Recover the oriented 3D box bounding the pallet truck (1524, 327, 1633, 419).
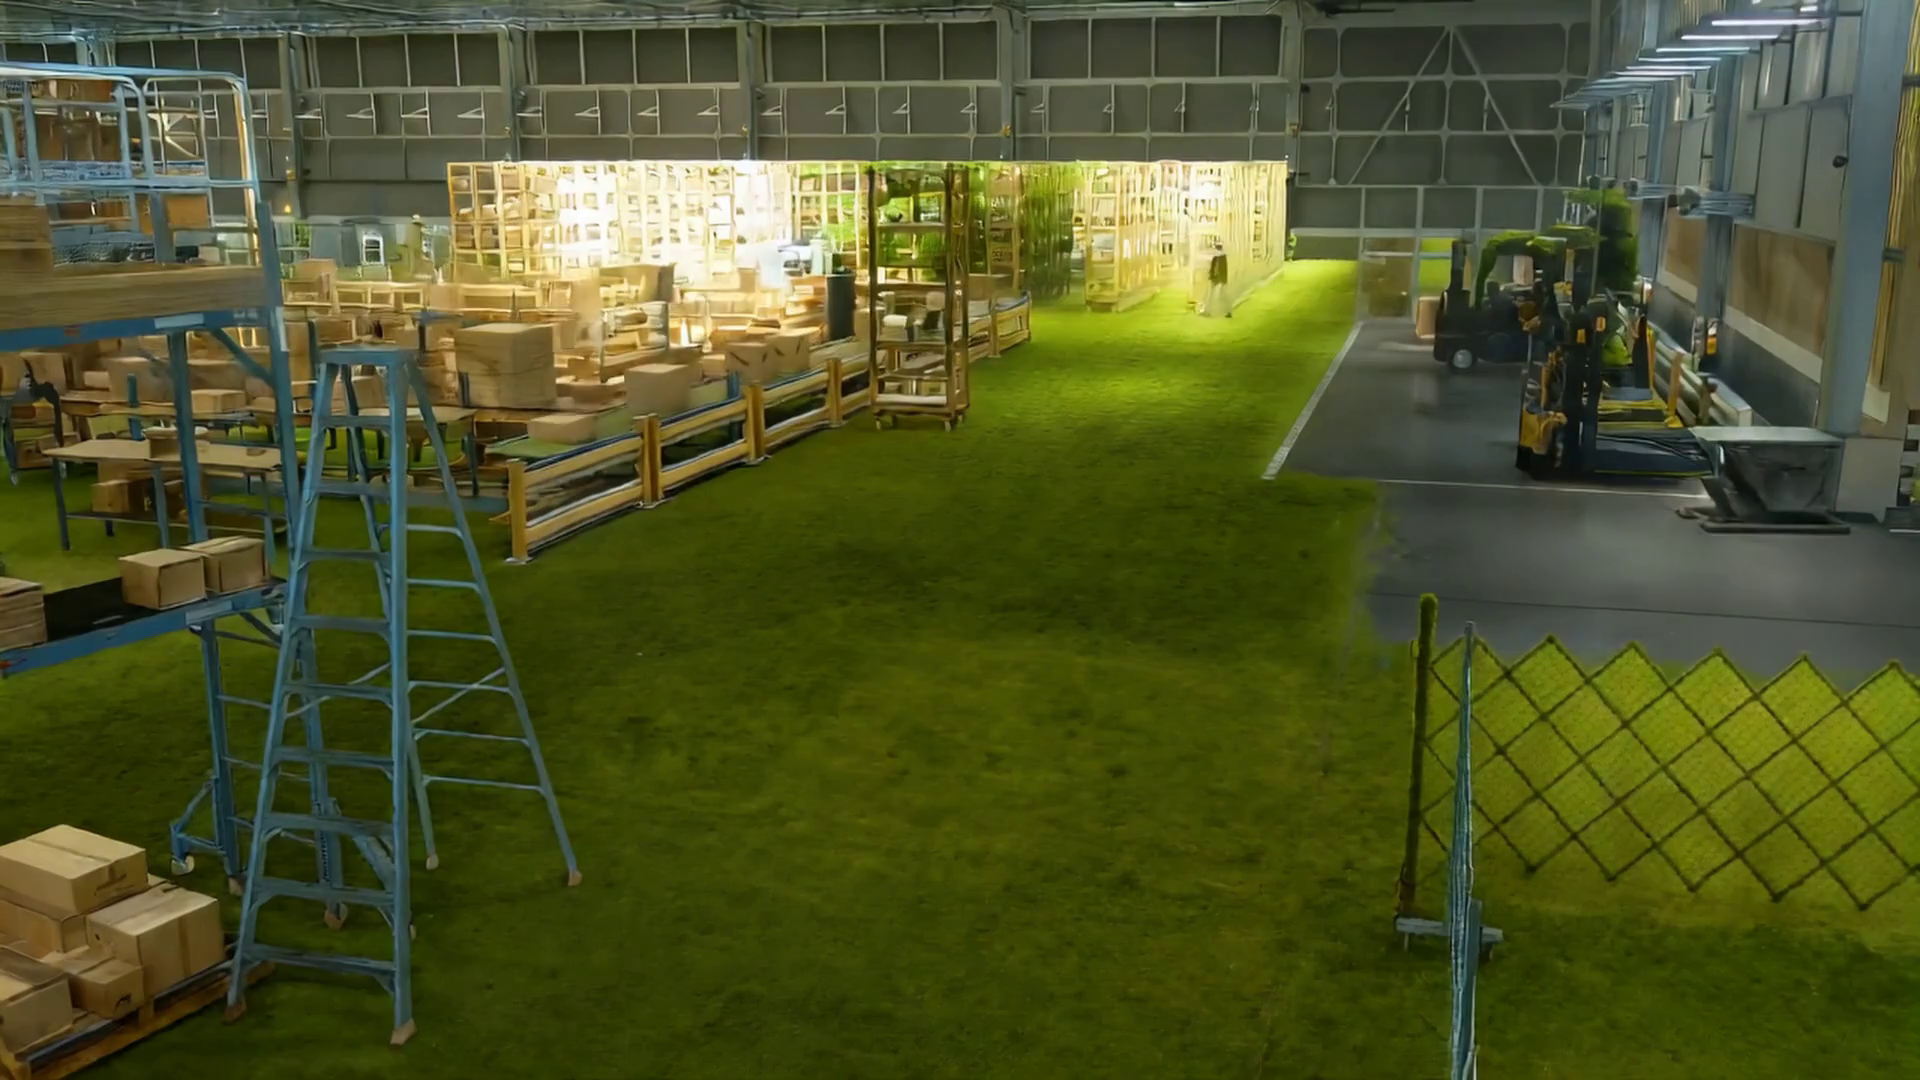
[{"bbox_3d":[9.065,-2.460,24.370,1.522,1.261,0.704,3,13,14],"label":"pallet truck"}]

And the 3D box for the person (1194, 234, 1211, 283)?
[{"bbox_3d":[6.863,-7.831,46.415,0.492,1.826,0.563,3,13,14],"label":"person"}]

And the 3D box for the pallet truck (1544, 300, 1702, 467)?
[{"bbox_3d":[8.263,-1.952,20.631,1.885,1.965,0.823,5,14,20],"label":"pallet truck"}]

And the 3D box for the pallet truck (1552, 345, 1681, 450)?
[{"bbox_3d":[8.641,-1.896,21.908,1.630,1.274,0.653,4,14,16],"label":"pallet truck"}]

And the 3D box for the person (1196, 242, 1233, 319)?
[{"bbox_3d":[6.020,-6.048,38.790,0.933,1.786,0.604,-5,14,-22],"label":"person"}]

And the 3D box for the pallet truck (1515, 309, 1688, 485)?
[{"bbox_3d":[7.554,-1.677,19.446,1.885,1.965,0.823,3,13,14],"label":"pallet truck"}]

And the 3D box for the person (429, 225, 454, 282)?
[{"bbox_3d":[-14.253,-7.722,45.780,0.667,1.890,0.564,-1,13,-5],"label":"person"}]

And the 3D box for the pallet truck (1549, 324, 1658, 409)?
[{"bbox_3d":[9.824,-2.669,25.407,1.601,1.201,0.680,4,14,16],"label":"pallet truck"}]

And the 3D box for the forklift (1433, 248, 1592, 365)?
[{"bbox_3d":[9.780,-4.111,29.280,2.680,1.987,1.157,3,13,14],"label":"forklift"}]

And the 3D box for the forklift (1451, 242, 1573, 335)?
[{"bbox_3d":[10.464,-4.597,31.405,2.680,1.987,1.157,4,14,16],"label":"forklift"}]

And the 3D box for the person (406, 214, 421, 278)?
[{"bbox_3d":[-16.977,-9.128,51.679,0.650,1.969,0.508,12,17,41],"label":"person"}]
